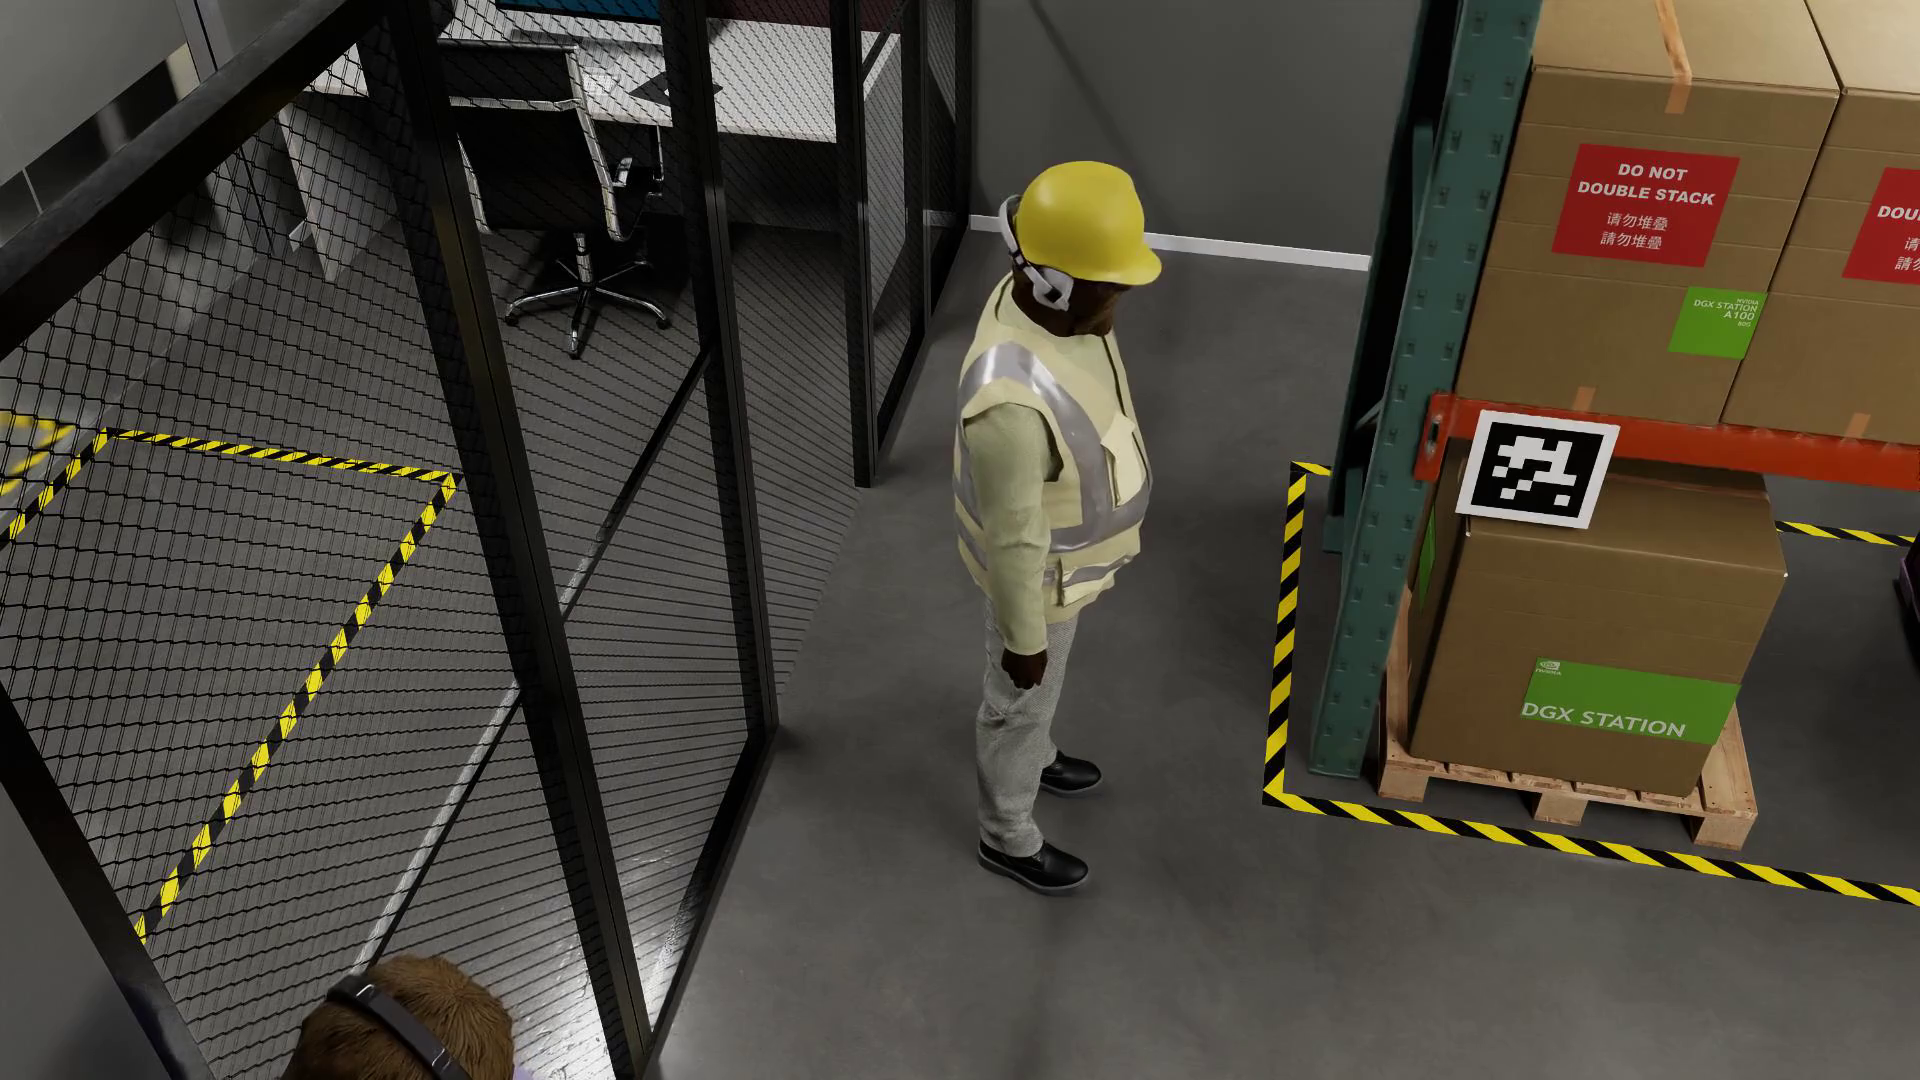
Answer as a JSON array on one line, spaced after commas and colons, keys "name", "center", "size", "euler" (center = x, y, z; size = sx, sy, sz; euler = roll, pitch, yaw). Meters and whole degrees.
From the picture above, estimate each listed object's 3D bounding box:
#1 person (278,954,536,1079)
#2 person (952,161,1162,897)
[{"name": "person", "center": [-0.532, 1.153, 2.170], "size": [0.636, 1.939, 0.364], "euler": [19, 44, 20]}, {"name": "person", "center": [0.193, 0.018, 3.562], "size": [0.404, 1.823, 0.603], "euler": [7, 42, 9]}]
